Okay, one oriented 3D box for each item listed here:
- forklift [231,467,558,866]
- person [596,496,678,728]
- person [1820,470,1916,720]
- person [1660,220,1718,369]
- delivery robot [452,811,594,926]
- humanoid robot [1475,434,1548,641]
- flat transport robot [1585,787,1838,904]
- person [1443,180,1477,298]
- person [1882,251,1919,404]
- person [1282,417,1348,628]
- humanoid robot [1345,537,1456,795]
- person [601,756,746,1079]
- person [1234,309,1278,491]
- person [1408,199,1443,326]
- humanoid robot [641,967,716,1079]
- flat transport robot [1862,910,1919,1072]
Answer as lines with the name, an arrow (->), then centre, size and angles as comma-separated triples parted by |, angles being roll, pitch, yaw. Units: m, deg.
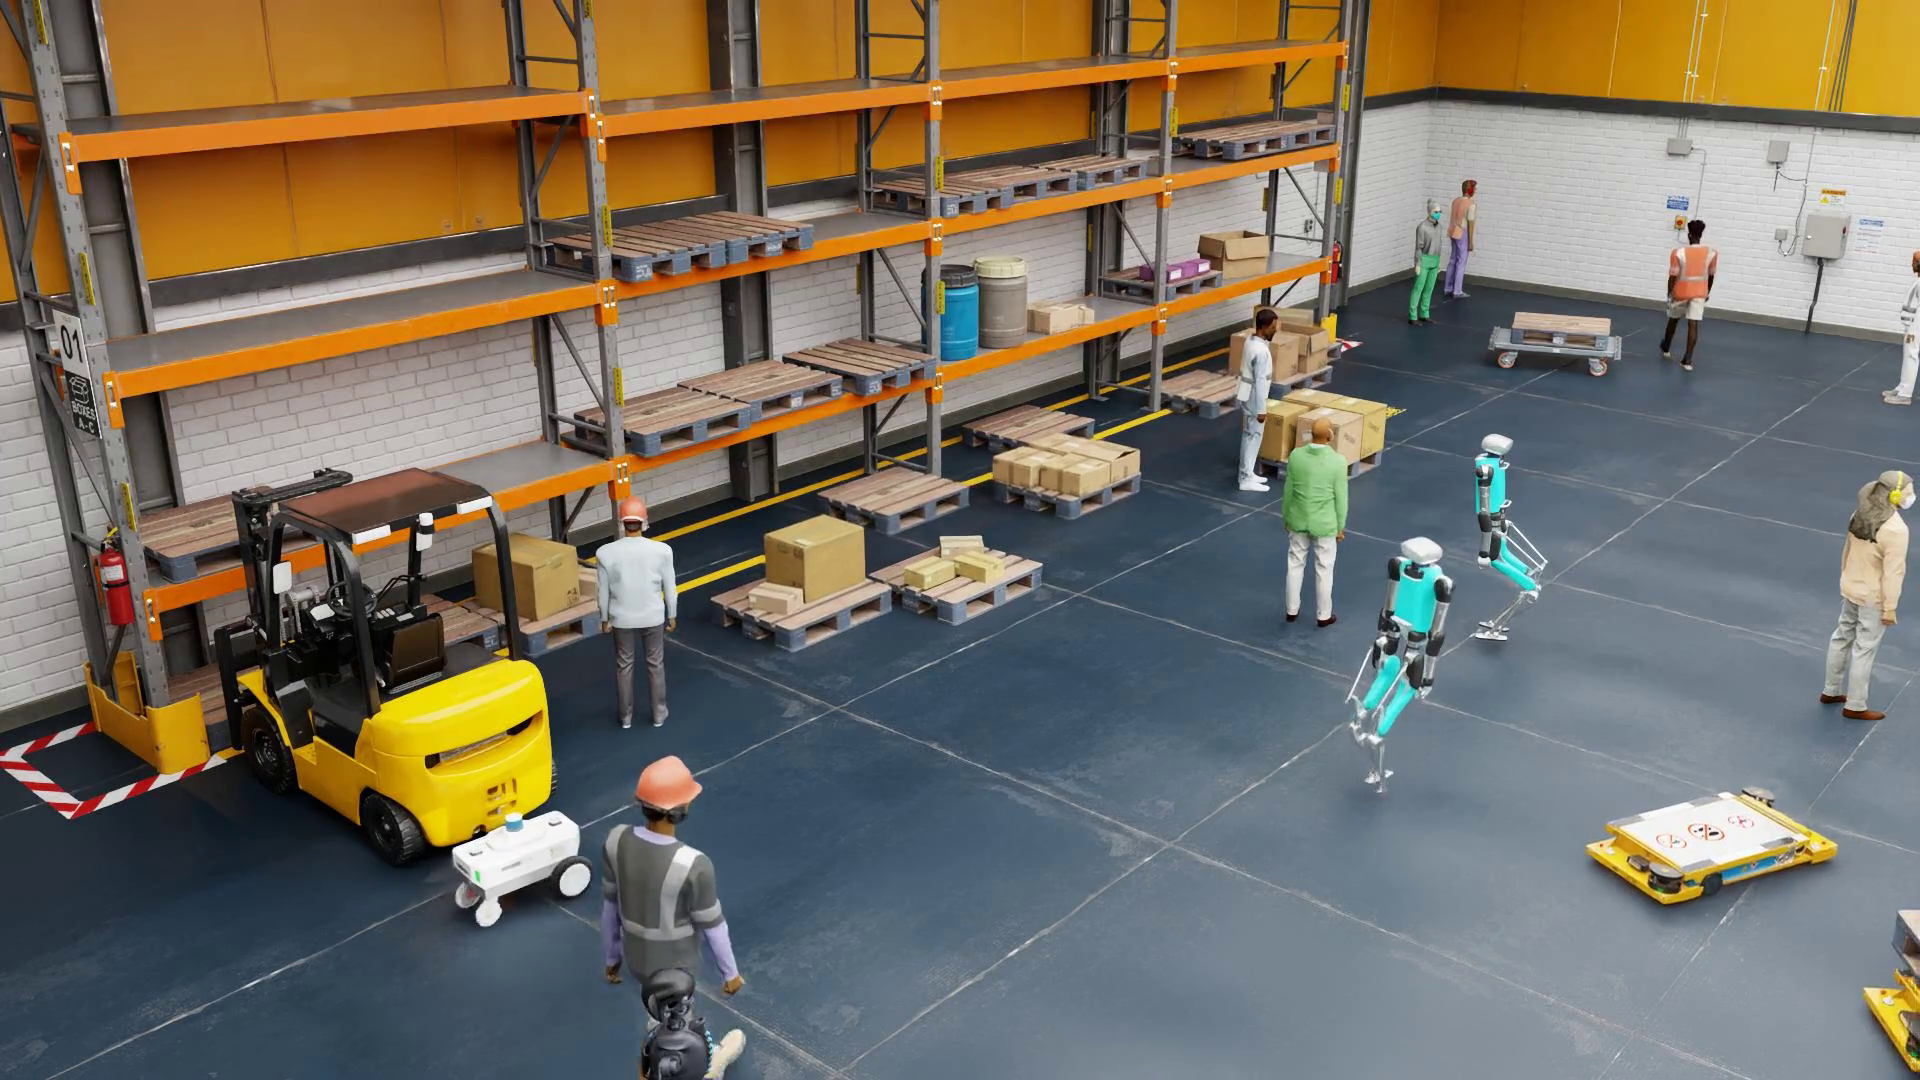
forklift -> -3.730, 0.710, 10.856 | 2.313, 2.155, 1.214 | 17, 26, 38
person -> -2.322, 0.525, 12.008 | 0.572, 1.739, 0.351 | -4, 21, -10
person -> 6.637, 0.394, 12.169 | 0.394, 1.875, 0.553 | -2, 20, -6
person -> 9.679, -3.297, 22.110 | 0.609, 1.912, 1.007 | 5, 21, 13
delivery robot -> -2.618, 1.915, 9.964 | 0.781, 0.605, 0.499 | -17, 26, -39
humanoid robot -> 4.409, 0.006, 13.222 | 0.735, 1.677, 0.533 | 10, 23, 26
flat transport robot -> 4.704, 1.901, 10.399 | 1.431, 0.231, 0.659 | -9, 22, -22
person -> 7.848, -4.717, 26.077 | 0.392, 1.837, 0.557 | -5, 21, -13
person -> 11.595, -2.590, 20.236 | 0.361, 1.885, 0.574 | 11, 23, 26
person -> 2.927, -0.147, 13.765 | 0.537, 1.783, 0.387 | 11, 23, 27
humanoid robot -> 2.826, 0.893, 11.051 | 0.697, 1.820, 0.536 | -12, 23, -29
person -> -1.319, 1.930, 7.841 | 0.631, 1.988, 1.029 | 14, 24, 33
person -> 3.036, -1.437, 17.087 | 0.418, 1.906, 0.596 | 0, 20, 0
person -> 6.823, -4.055, 24.268 | 0.523, 1.839, 0.324 | -13, 24, -32
humanoid robot -> -1.130, 2.467, 6.815 | 0.315, 1.655, 0.599 | -1, 20, -2
flat transport robot -> 5.577, 2.552, 8.637 | 1.431, 0.231, 0.659 | 2, 20, 6
